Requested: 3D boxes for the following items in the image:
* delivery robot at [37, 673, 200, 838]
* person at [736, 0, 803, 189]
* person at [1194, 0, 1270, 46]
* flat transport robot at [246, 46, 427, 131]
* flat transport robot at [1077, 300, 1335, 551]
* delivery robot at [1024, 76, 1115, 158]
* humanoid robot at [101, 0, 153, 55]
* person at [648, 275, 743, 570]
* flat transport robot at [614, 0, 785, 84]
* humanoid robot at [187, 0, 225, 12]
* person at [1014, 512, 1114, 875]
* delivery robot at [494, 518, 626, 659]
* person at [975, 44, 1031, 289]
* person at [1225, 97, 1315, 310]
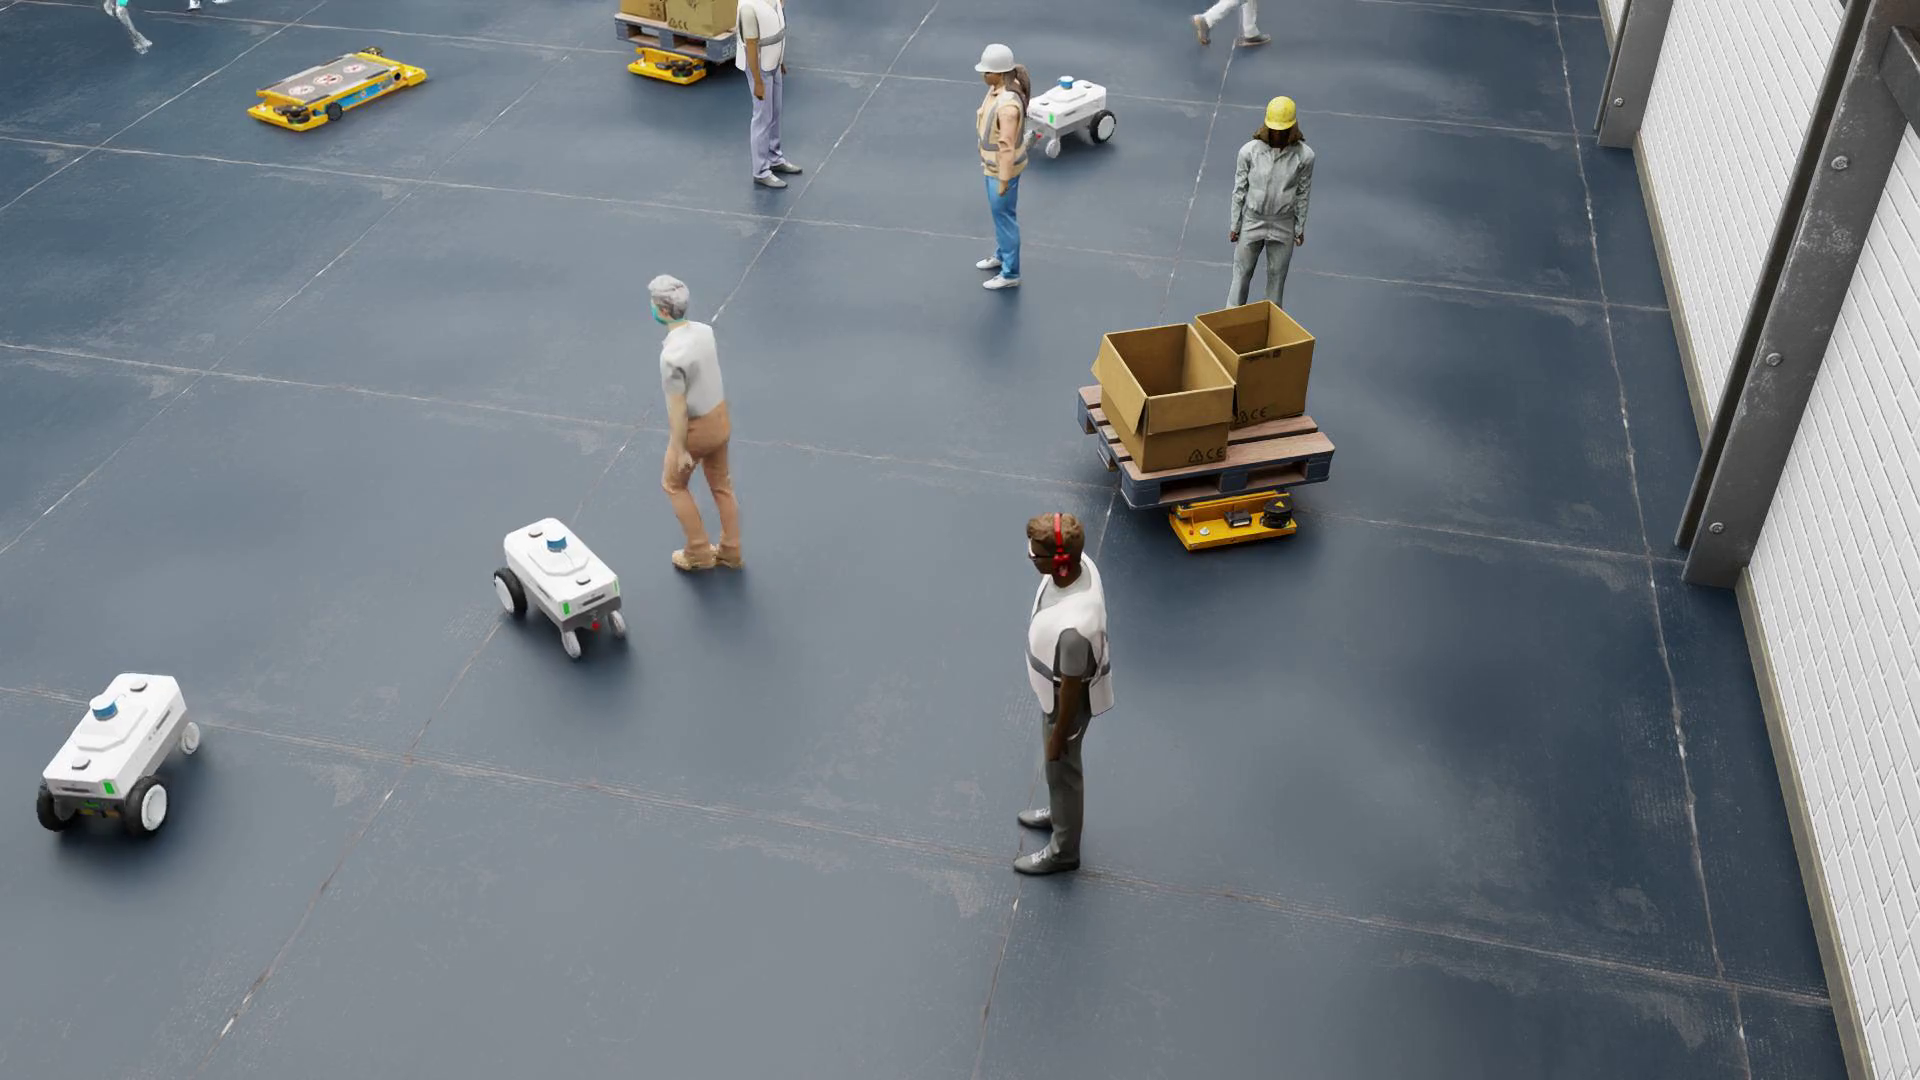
[{"bbox_3d":[-3.877,0.987,7.674,0.499,0.612,0.814,4,37,5],"label":"delivery robot"},{"bbox_3d":[-1.500,-3.612,12.748,0.407,1.834,0.561,8,38,10],"label":"person"},{"bbox_3d":[2.538,-5.402,15.127,0.737,1.853,0.603,-11,38,-14],"label":"person"},{"bbox_3d":[-5.421,-3.933,14.481,0.659,0.231,1.431,20,41,25],"label":"flat transport robot"},{"bbox_3d":[1.396,-0.455,9.828,0.659,0.231,1.431,-9,38,-12],"label":"flat transport robot"},{"bbox_3d":[0.885,-3.515,13.685,0.779,0.597,0.499,-30,46,-34],"label":"delivery robot"},{"bbox_3d":[-7.651,-5.259,15.048,0.549,1.801,0.740,21,41,25],"label":"humanoid robot"},{"bbox_3d":[-1.397,-0.580,8.789,0.476,1.710,0.478,17,40,21],"label":"person"},{"bbox_3d":[-2.357,-4.553,15.311,0.659,0.231,1.431,19,41,24],"label":"flat transport robot"},{"bbox_3d":[-7.315,-5.959,15.959,0.583,1.714,0.952,7,37,9],"label":"humanoid robot"},{"bbox_3d":[0.447,0.653,7.040,0.401,1.834,0.567,0,37,0],"label":"person"},{"bbox_3d":[-2.093,0.204,8.720,0.499,0.611,0.792,-26,44,-30],"label":"delivery robot"},{"bbox_3d":[0.286,-2.571,11.449,0.378,1.721,0.492,-5,37,-6],"label":"person"},{"bbox_3d":[1.979,-2.013,10.679,0.491,1.742,0.321,3,37,4],"label":"person"}]
